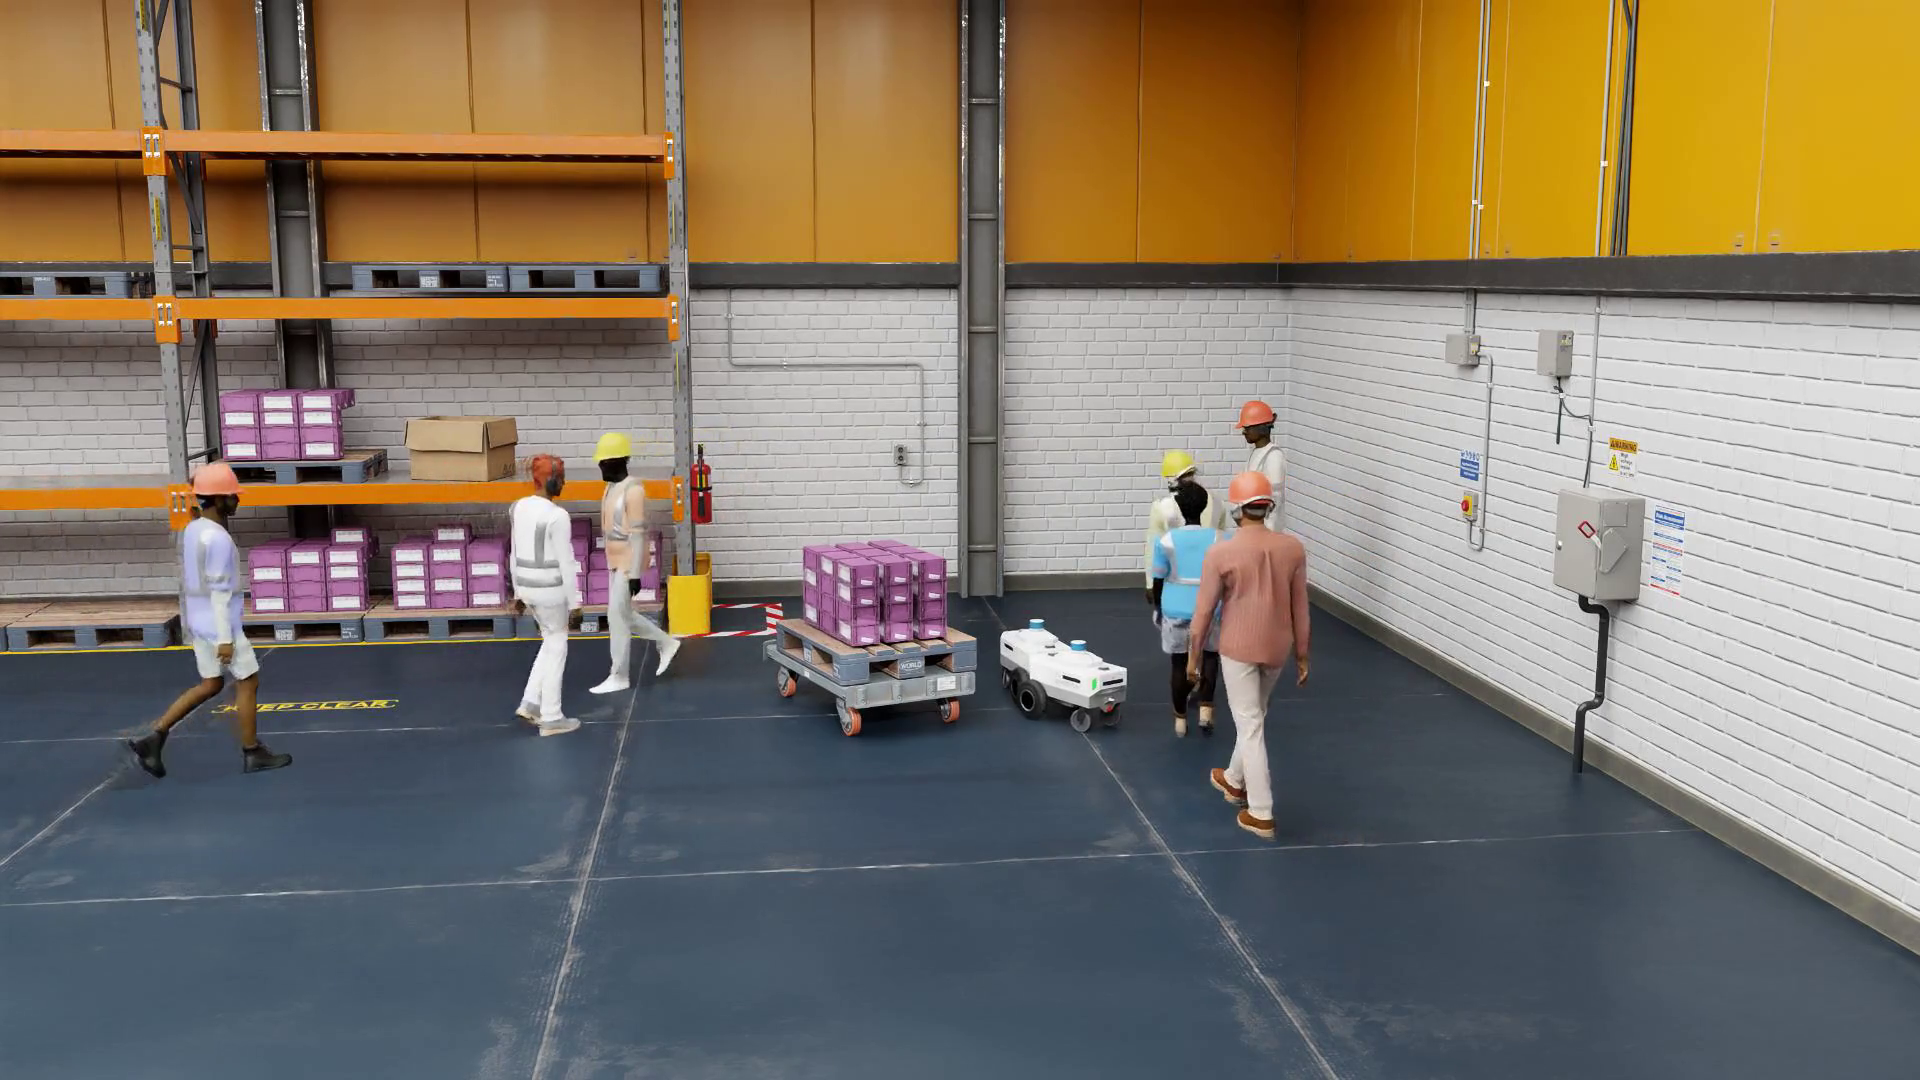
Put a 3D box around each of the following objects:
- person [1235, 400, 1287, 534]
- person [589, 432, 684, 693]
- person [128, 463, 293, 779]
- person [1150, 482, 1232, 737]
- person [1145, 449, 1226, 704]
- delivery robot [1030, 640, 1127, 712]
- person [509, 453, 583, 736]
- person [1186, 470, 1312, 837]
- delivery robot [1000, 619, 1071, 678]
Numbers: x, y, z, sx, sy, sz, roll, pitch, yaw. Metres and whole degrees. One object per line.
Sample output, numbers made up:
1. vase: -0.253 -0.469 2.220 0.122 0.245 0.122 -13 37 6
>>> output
1. person: 2.380 -0.097 13.275 0.409 2.032 0.608 -1 9 -8
2. person: -2.388 0.155 12.126 0.670 1.901 0.593 -5 10 -29
3. person: -4.511 0.499 9.928 0.823 1.911 0.554 -8 12 -41
4. person: 1.517 0.458 10.863 0.551 1.684 0.407 1 9 8
5. person: 1.619 0.262 11.767 0.616 1.805 0.678 -3 10 -18
6. delivery robot: 0.796 0.921 11.207 0.477 0.478 0.707 -7 11 -37
7. person: -2.679 0.362 10.878 0.589 1.871 0.413 9 13 44
8. person: 1.533 0.587 9.199 0.653 1.955 0.932 -4 10 -21
9. delivery robot: 0.547 0.810 11.894 0.477 0.478 0.707 -3 10 -18
